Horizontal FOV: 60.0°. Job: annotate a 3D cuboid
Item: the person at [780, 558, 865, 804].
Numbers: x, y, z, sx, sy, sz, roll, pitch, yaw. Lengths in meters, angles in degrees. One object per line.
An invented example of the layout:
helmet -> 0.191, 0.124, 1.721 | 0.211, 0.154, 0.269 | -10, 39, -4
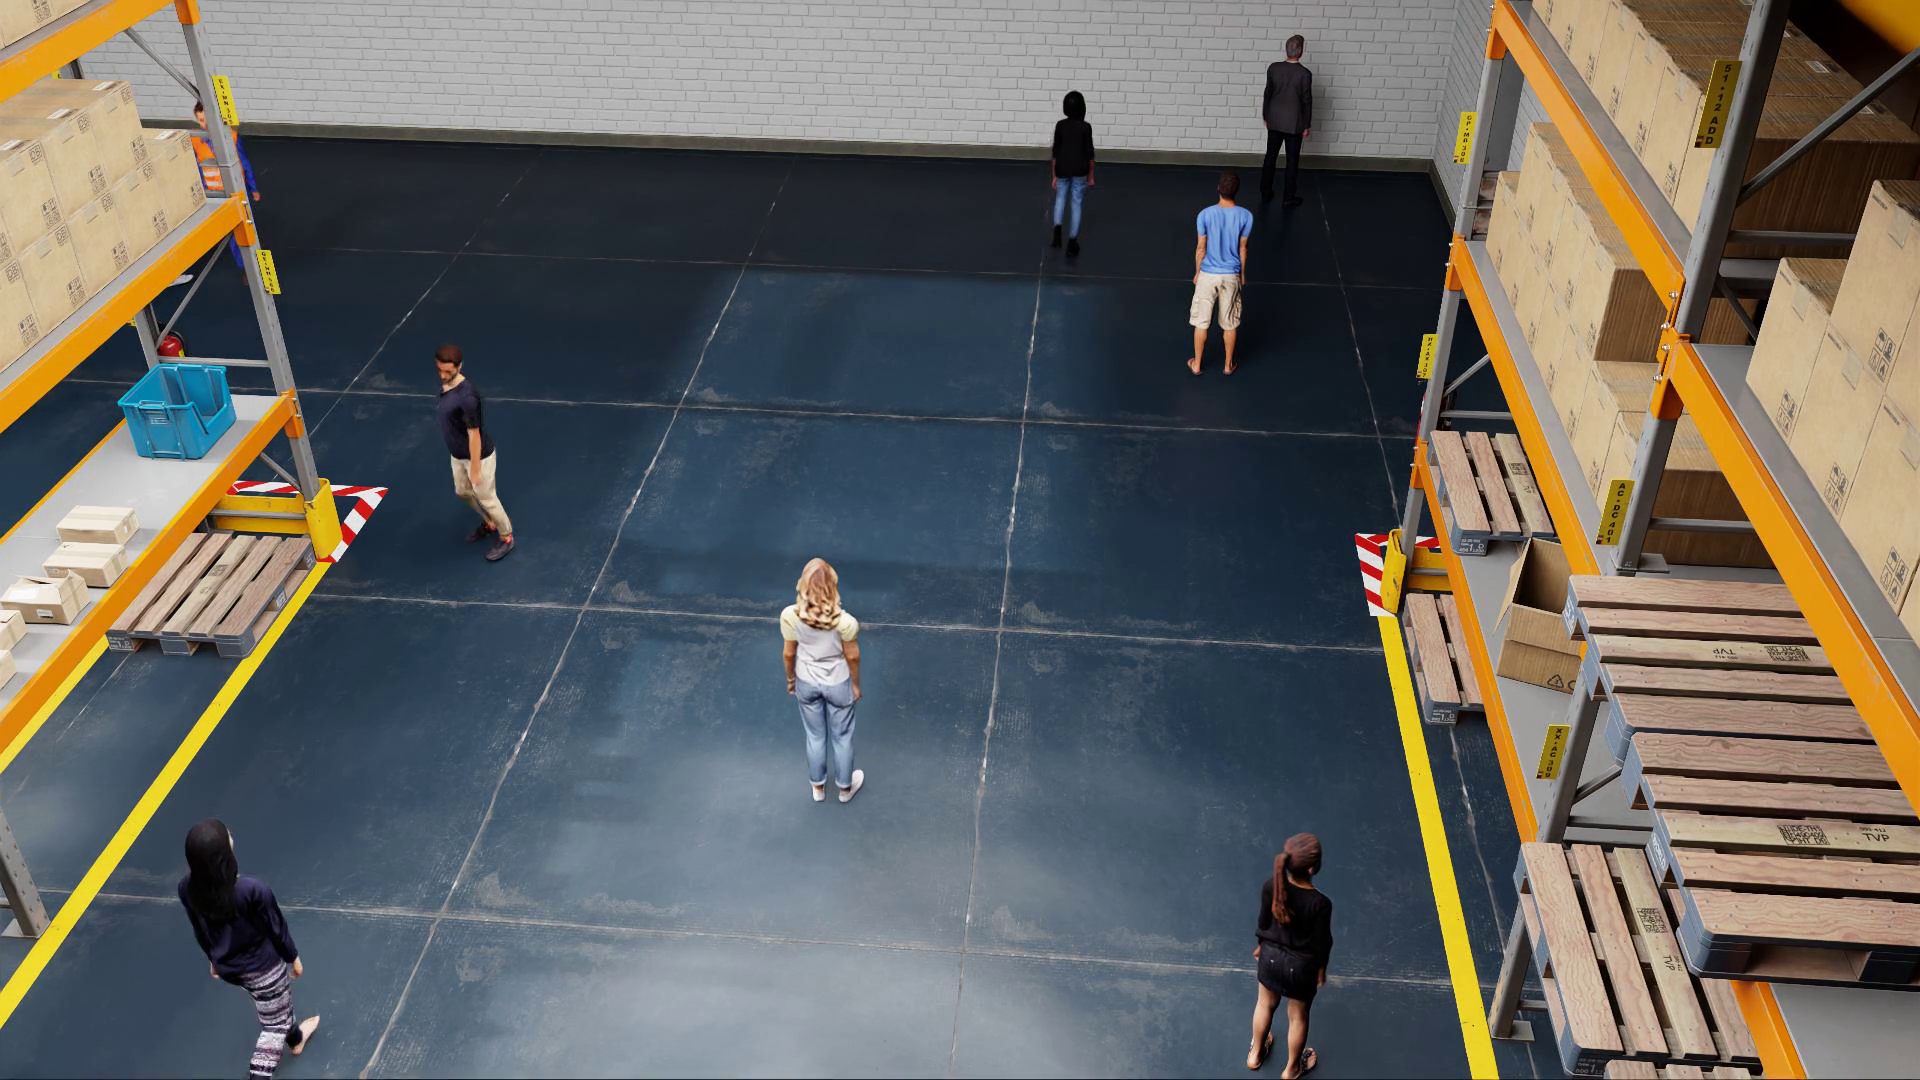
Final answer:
person -> -0.802, 0.855, 9.862 | 0.636, 1.723, 0.552 | 5, 34, 8

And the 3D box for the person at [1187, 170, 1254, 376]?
person -> 2.273, -2.316, 14.506 | 0.640, 1.864, 0.557 | 2, 34, 2

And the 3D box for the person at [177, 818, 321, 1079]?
person -> -3.466, 2.077, 8.034 | 0.626, 1.711, 0.987 | 4, 34, 6

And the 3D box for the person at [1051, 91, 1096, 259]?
person -> 1.107, -3.608, 16.604 | 0.639, 1.692, 0.674 | 10, 35, 14

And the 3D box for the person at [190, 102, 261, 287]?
person -> -7.099, -3.376, 16.115 | 0.807, 1.848, 0.819 | -10, 35, -15

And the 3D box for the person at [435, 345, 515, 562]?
person -> -3.496, -0.656, 12.055 | 0.880, 1.813, 0.833 | -18, 38, -25

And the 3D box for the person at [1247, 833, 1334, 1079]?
person -> 1.626, 2.060, 8.202 | 0.634, 1.554, 0.668 | 20, 39, 28

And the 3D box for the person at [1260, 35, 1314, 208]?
person -> 3.498, -4.492, 17.800 | 0.815, 1.841, 0.799 | 21, 39, 29
